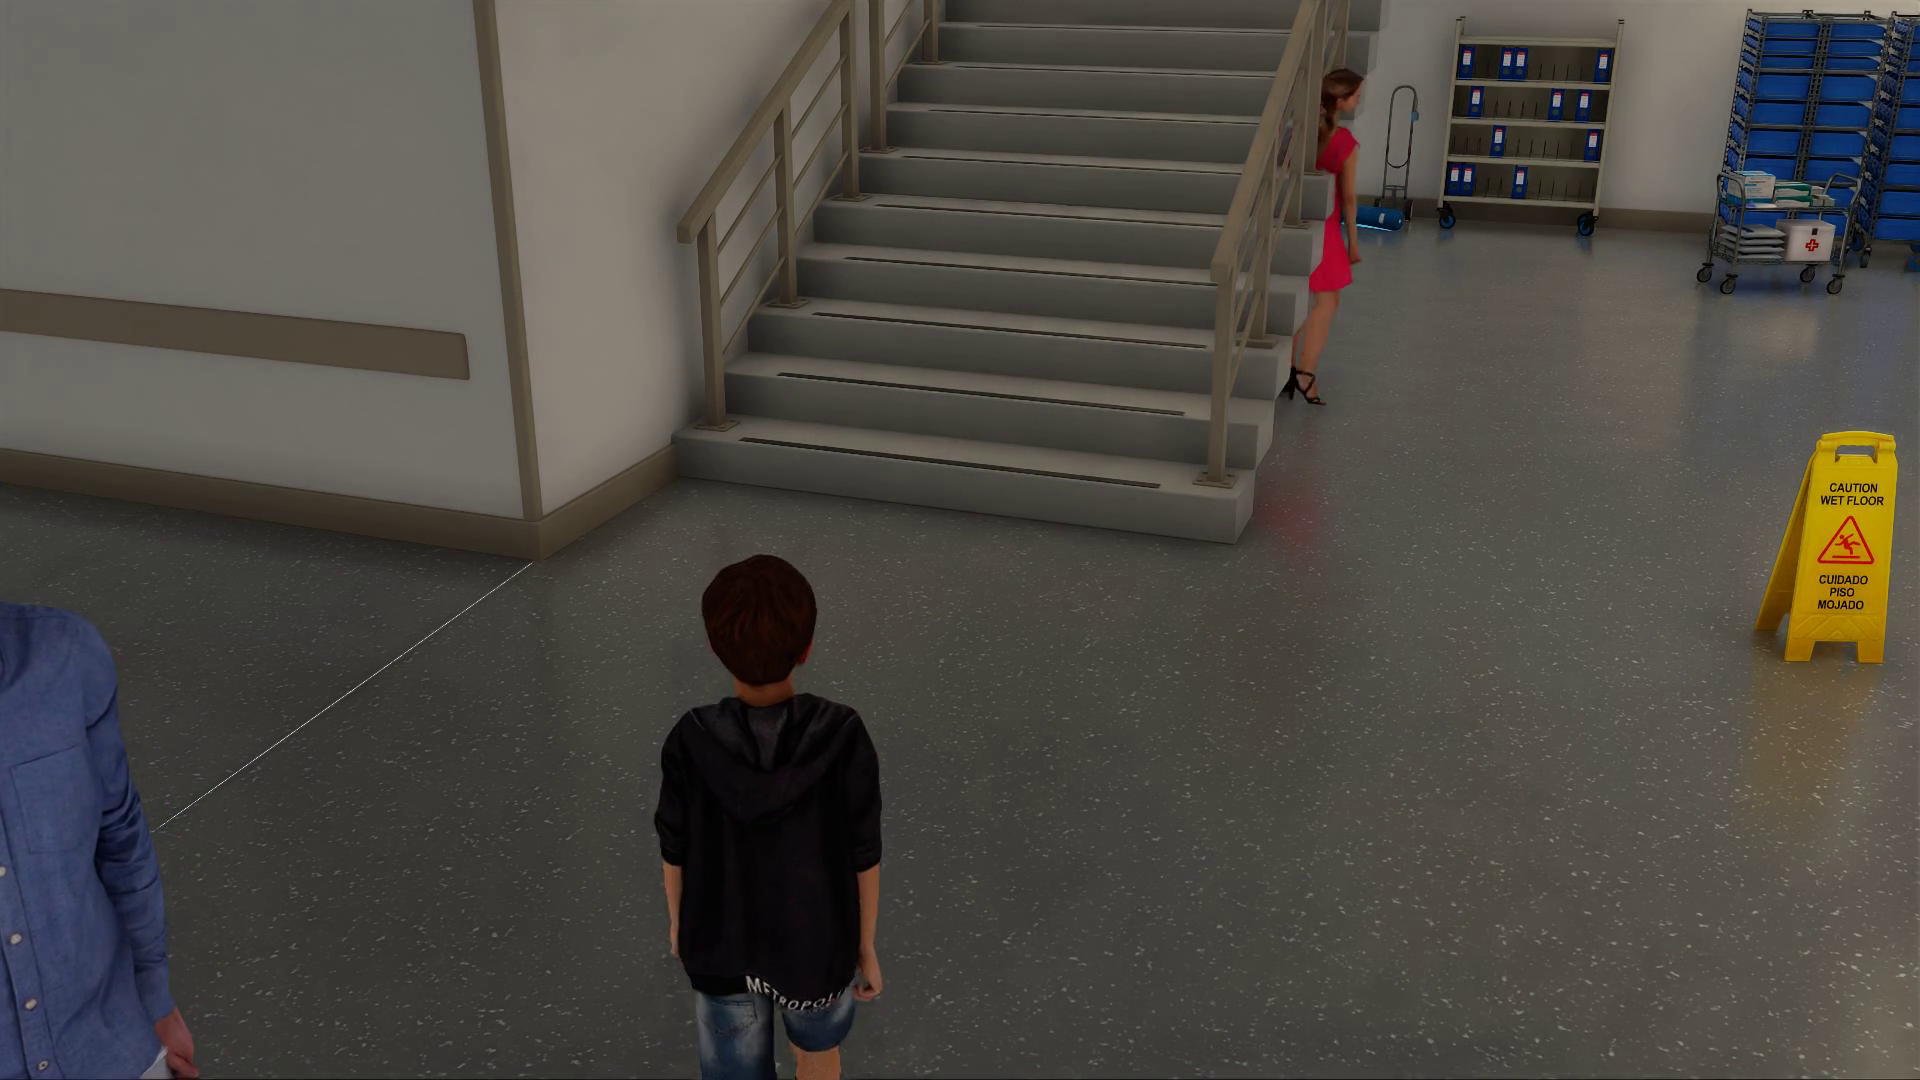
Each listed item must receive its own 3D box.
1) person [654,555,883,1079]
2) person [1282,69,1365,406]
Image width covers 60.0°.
[{"bbox_3d":[-0.334,0.751,2.900,0.784,1.409,1.006,-2,21,-4],"label":"person"},{"bbox_3d":[1.799,-1.585,8.650,0.758,1.704,0.788,14,25,32],"label":"person"}]
